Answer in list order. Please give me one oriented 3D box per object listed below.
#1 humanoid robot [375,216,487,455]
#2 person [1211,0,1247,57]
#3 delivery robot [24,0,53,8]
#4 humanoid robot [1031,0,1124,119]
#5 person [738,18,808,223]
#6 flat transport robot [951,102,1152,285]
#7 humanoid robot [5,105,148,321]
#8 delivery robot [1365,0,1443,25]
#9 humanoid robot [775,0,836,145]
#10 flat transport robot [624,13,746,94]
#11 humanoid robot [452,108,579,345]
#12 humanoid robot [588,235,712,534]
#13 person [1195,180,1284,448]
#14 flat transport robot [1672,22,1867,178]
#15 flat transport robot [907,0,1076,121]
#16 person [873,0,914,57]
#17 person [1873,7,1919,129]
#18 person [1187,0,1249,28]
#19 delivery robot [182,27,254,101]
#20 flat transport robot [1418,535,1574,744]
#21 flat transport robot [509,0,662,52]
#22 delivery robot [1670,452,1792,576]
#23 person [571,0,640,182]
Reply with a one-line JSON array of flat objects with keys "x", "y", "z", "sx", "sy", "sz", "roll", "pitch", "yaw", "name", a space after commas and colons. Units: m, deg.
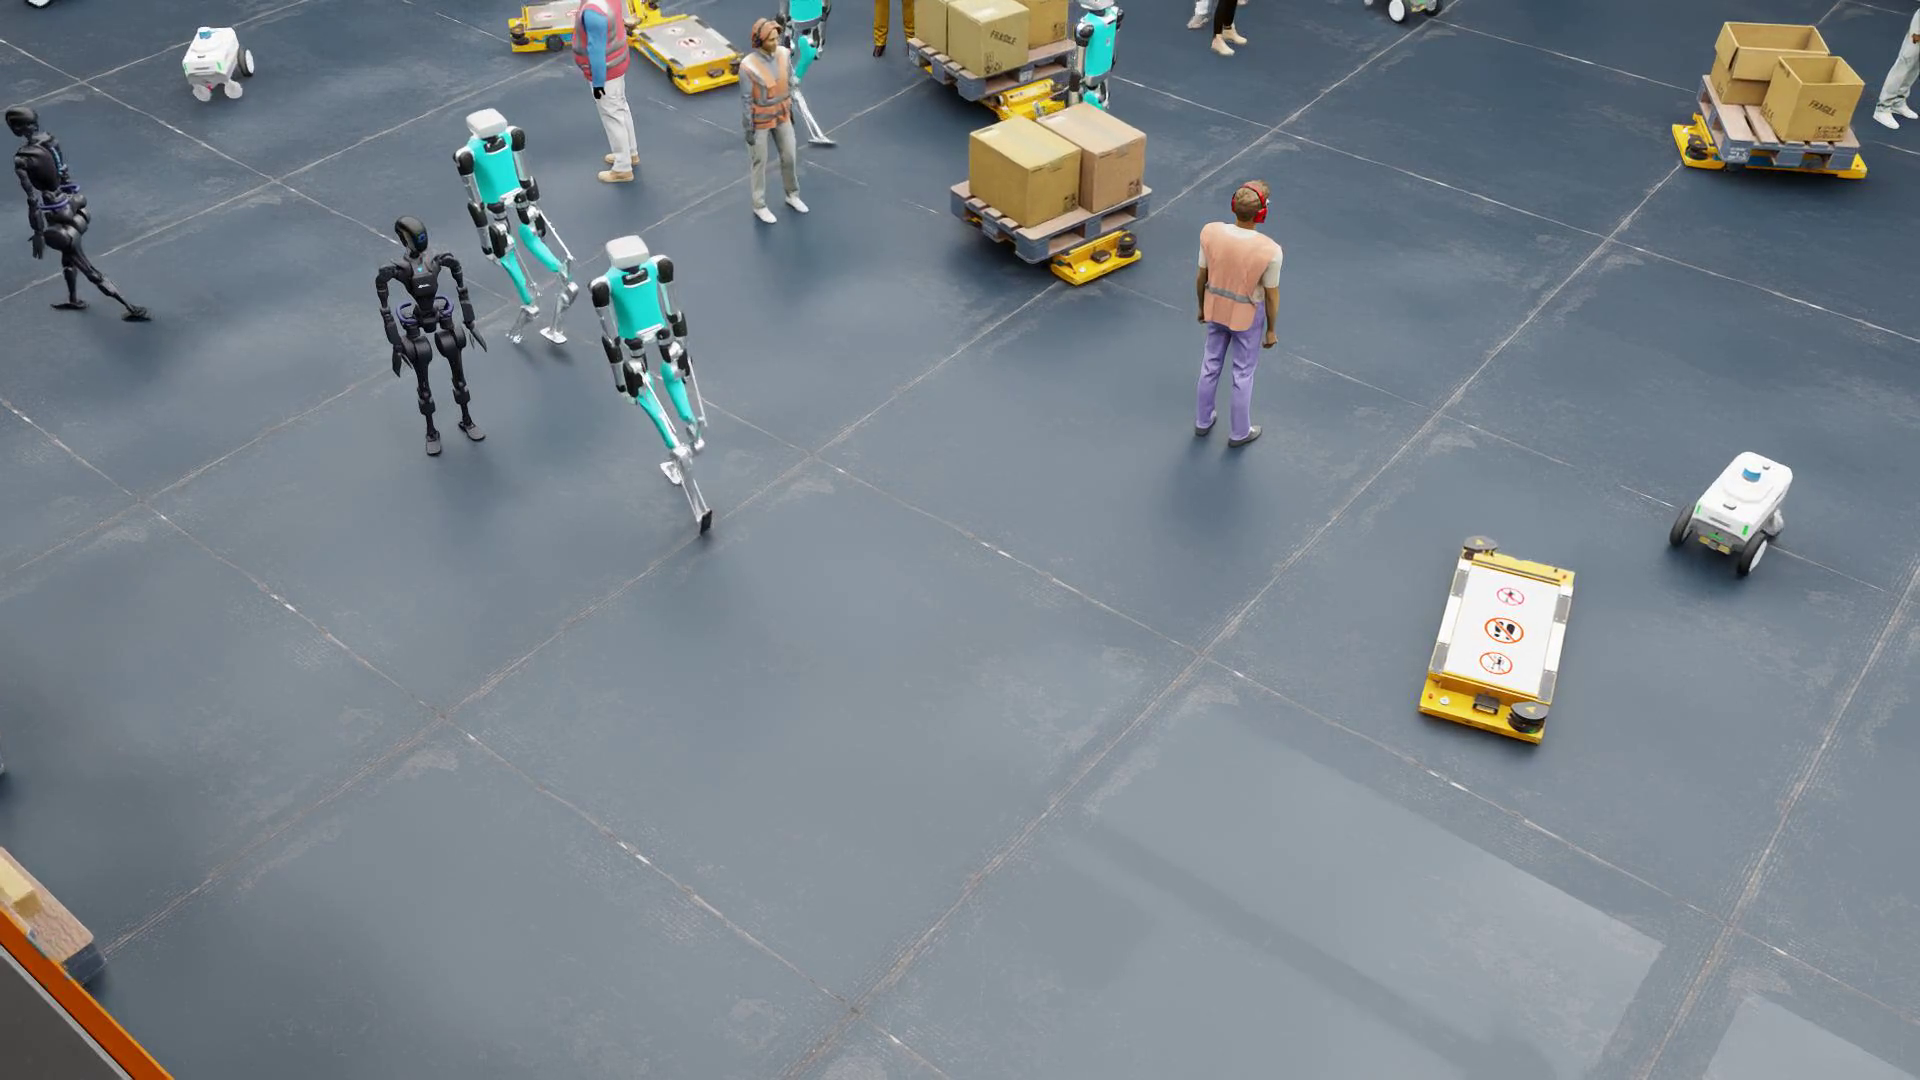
[{"x": -3.329, "y": -1.307, "z": 10.517, "sx": 0.599, "sy": 1.657, "sz": 0.315, "roll": -20, "pitch": 44, "yaw": -22, "name": "humanoid robot"}, {"x": 2.548, "y": -5.309, "z": 15.219, "sx": 0.317, "sy": 1.695, "sz": 0.539, "roll": 22, "pitch": 45, "yaw": 24, "name": "person"}, {"x": -8.997, "y": -5.658, "z": 16.511, "sx": 0.795, "sy": 0.592, "sz": 0.499, "roll": -21, "pitch": 45, "yaw": -23, "name": "delivery robot"}, {"x": 0.895, "y": -3.475, "z": 13.026, "sx": 0.859, "sy": 1.770, "sz": 0.543, "roll": 27, "pitch": 47, "yaw": 28, "name": "humanoid robot"}, {"x": -1.466, "y": -3.231, "z": 12.829, "sx": 0.526, "sy": 1.631, "sz": 0.324, "roll": -31, "pitch": 49, "yaw": -31, "name": "person"}, {"x": 0.692, "y": -2.443, "z": 12.952, "sx": 0.659, "sy": 0.231, "sz": 1.431, "roll": -27, "pitch": 47, "yaw": -28, "name": "flat transport robot"}, {"x": -6.310, "y": -2.273, "z": 11.713, "sx": 0.780, "sy": 1.643, "sz": 0.590, "roll": 1, "pitch": 40, "yaw": 2, "name": "humanoid robot"}, {"x": 4.318, "y": -5.396, "z": 16.206, "sx": 0.513, "sy": 0.597, "sz": 0.768, "roll": -21, "pitch": 45, "yaw": -23, "name": "delivery robot"}, {"x": -1.415, "y": -4.166, "z": 13.857, "sx": 0.575, "sy": 1.769, "sz": 0.885, "roll": -31, "pitch": 49, "yaw": -32, "name": "humanoid robot"}, {"x": -2.540, "y": -4.538, "z": 15.416, "sx": 0.659, "sy": 0.231, "sz": 1.431, "roll": -22, "pitch": 45, "yaw": -24, "name": "flat transport robot"}, {"x": -2.959, "y": -2.031, "z": 11.349, "sx": 0.895, "sy": 1.777, "sz": 0.544, "roll": 29, "pitch": 48, "yaw": 30, "name": "humanoid robot"}, {"x": -1.719, "y": -0.879, "z": 9.988, "sx": 0.558, "sy": 1.767, "sz": 0.965, "roll": -24, "pitch": 46, "yaw": -26, "name": "humanoid robot"}, {"x": 1.732, "y": -1.402, "z": 10.509, "sx": 0.562, "sy": 1.847, "sz": 0.389, "roll": 25, "pitch": 46, "yaw": 26, "name": "person"}, {"x": 6.797, "y": -3.320, "z": 13.983, "sx": 1.431, "sy": 0.231, "sz": 0.659, "roll": 6, "pitch": 41, "yaw": 6, "name": "flat transport robot"}, {"x": 0.309, "y": -4.165, "z": 14.977, "sx": 0.659, "sy": 0.231, "sz": 1.431, "roll": -24, "pitch": 46, "yaw": -26, "name": "flat transport robot"}, {"x": -0.596, "y": -5.253, "z": 15.110, "sx": 0.535, "sy": 1.754, "sz": 0.338, "roll": 1, "pitch": 40, "yaw": 1, "name": "person"}, {"x": 8.239, "y": -4.365, "z": 14.074, "sx": 0.487, "sy": 1.743, "sz": 0.315, "roll": -24, "pitch": 46, "yaw": -26, "name": "person"}, {"x": 2.519, "y": -5.861, "z": 15.752, "sx": 0.626, "sy": 1.857, "sz": 0.875, "roll": 26, "pitch": 47, "yaw": 27, "name": "person"}, {"x": -6.688, "y": -4.312, "z": 14.938, "sx": 0.525, "sy": 0.606, "sz": 0.777, "roll": -5, "pitch": 41, "yaw": -6, "name": "delivery robot"}, {"x": 3.072, "y": 0.537, "z": 9.446, "sx": 0.659, "sy": 0.231, "sz": 1.431, "roll": 15, "pitch": 43, "yaw": 17, "name": "flat transport robot"}, {"x": -3.571, "y": -4.937, "z": 15.886, "sx": 1.431, "sy": 0.231, "sz": 0.659, "roll": -9, "pitch": 41, "yaw": -11, "name": "flat transport robot"}, {"x": 4.726, "y": -0.209, "z": 10.084, "sx": 0.505, "sy": 0.569, "sz": 0.741, "roll": 30, "pitch": 49, "yaw": 30, "name": "delivery robot"}, {"x": -2.858, "y": -3.773, "z": 13.315, "sx": 0.431, "sy": 1.836, "sz": 0.629, "roll": 0, "pitch": 40, "yaw": 0, "name": "person"}]
